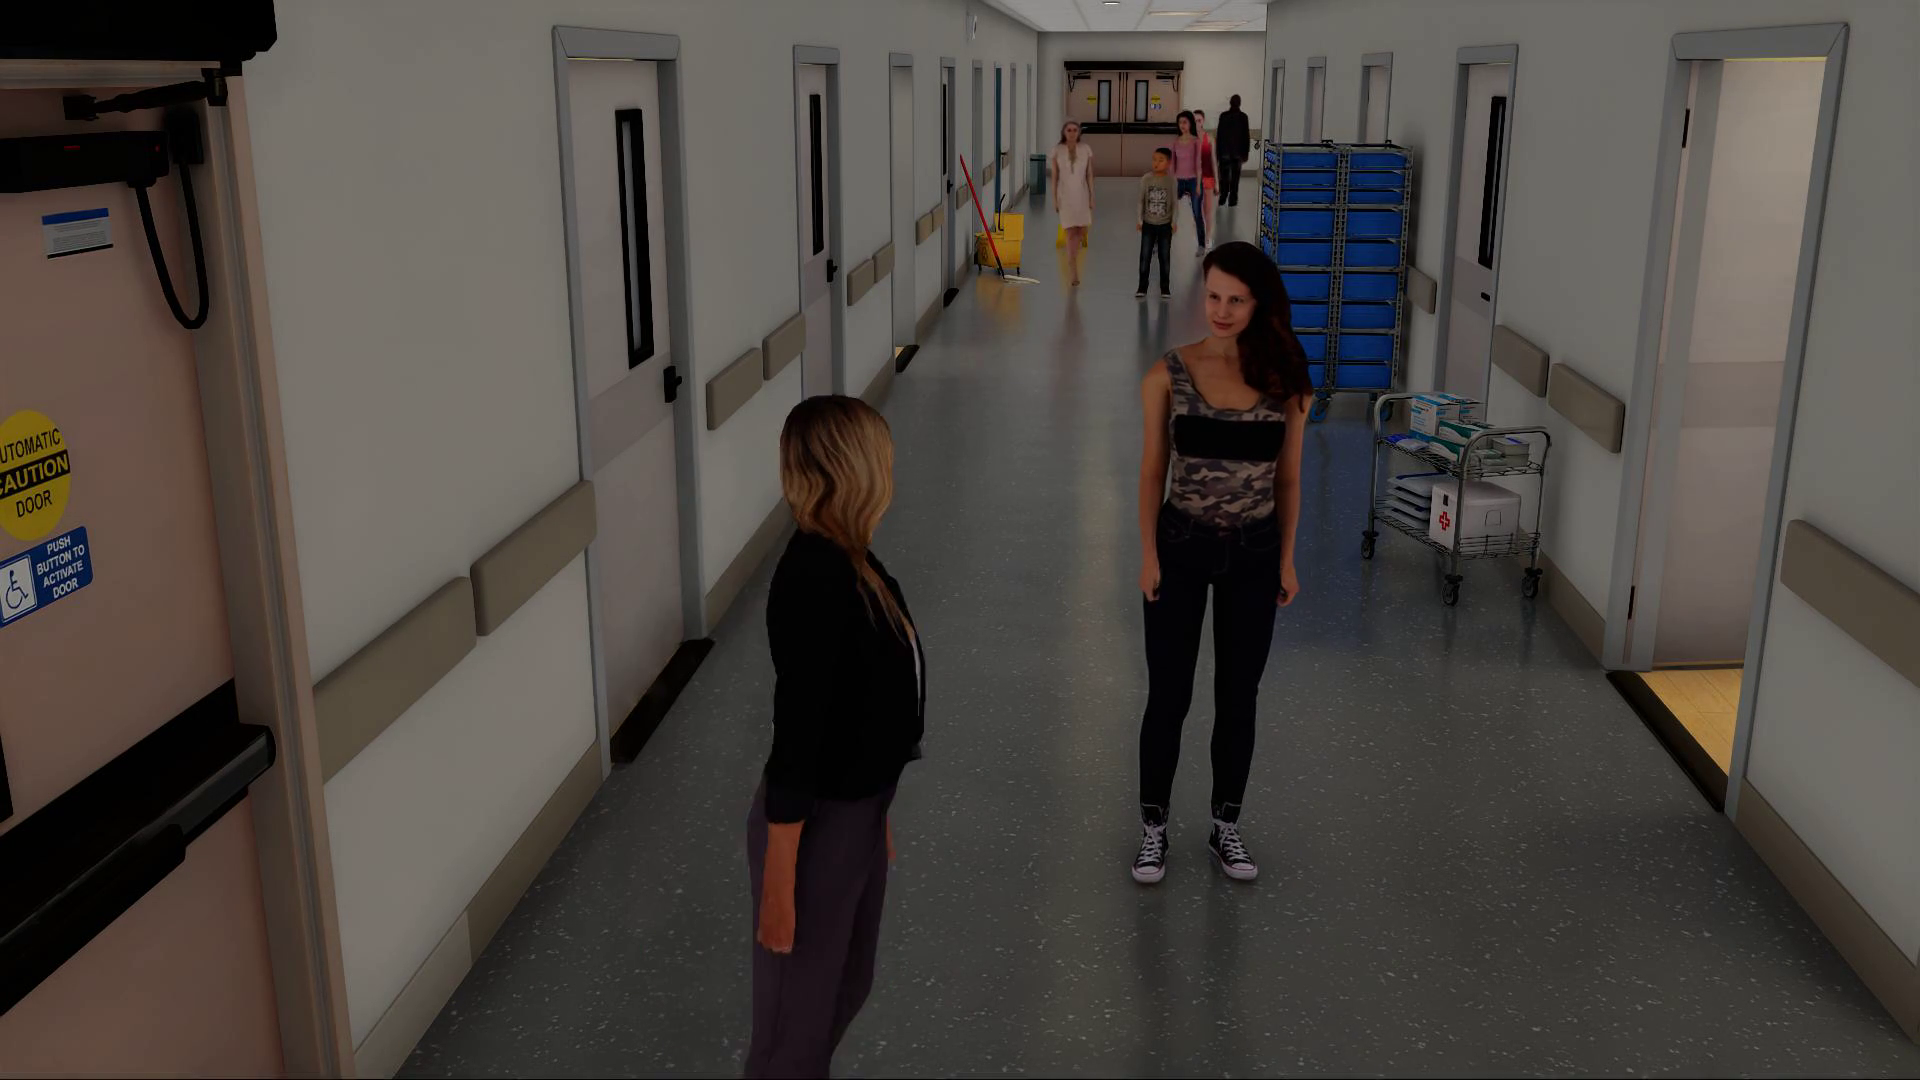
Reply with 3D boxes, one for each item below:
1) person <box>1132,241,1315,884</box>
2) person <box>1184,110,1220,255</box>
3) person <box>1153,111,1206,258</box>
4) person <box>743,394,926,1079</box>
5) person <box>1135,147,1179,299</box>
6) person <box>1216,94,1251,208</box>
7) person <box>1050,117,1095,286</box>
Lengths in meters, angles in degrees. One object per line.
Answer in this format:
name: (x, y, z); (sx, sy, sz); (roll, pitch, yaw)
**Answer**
person: (0.689, 0.071, 4.523); (0.612, 1.768, 0.549); (0, 16, 1)
person: (2.935, -4.345, 20.252); (0.679, 1.732, 0.768); (4, 16, 14)
person: (2.710, -4.258, 19.973); (0.894, 1.718, 0.887); (9, 18, 29)
person: (-0.292, 0.592, 2.919); (0.764, 1.637, 0.465); (5, 17, 17)
person: (1.965, -3.158, 16.536); (0.569, 1.464, 0.533); (3, 16, 10)
person: (4.462, -6.401, 27.409); (0.808, 1.806, 0.871); (5, 17, 18)
person: (1.164, -3.546, 17.441); (0.677, 1.719, 0.820); (-1, 16, -4)
